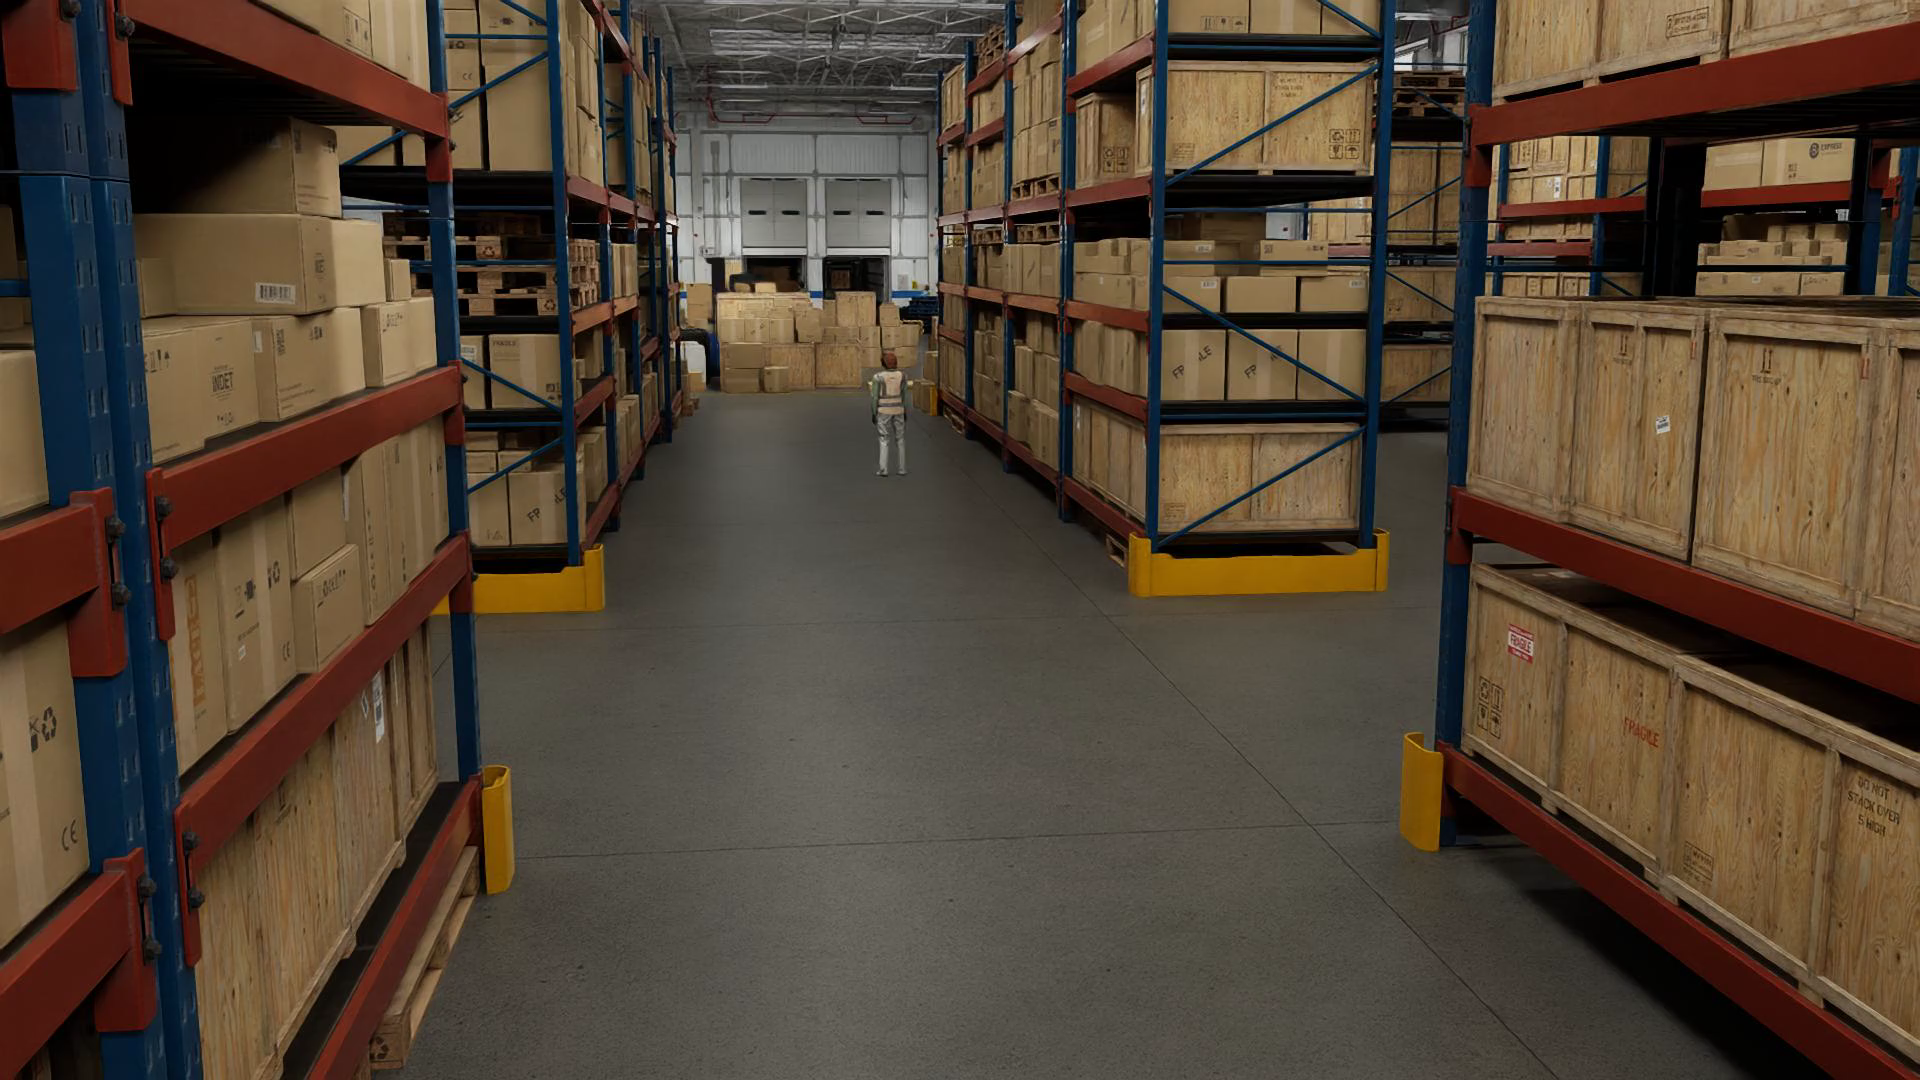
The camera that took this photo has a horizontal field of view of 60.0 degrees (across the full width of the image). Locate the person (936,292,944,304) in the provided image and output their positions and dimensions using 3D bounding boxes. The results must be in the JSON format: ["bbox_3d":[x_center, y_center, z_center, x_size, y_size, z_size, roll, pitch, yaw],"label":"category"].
[{"bbox_3d":[-0.639,-9.136,64.845,0.652,1.830,0.996,3,10,17],"label":"person"}]

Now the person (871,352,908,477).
[{"bbox_3d":[-0.912,-1.642,21.772,0.512,1.630,0.317,-5,11,-25],"label":"person"}]

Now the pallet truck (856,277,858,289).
[{"bbox_3d":[-3.782,-9.391,65.808,1.885,1.965,0.823,2,10,10],"label":"pallet truck"}]

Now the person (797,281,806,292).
[{"bbox_3d":[-5.734,-8.432,60.390,0.360,1.938,0.635,-3,10,-19],"label":"person"}]

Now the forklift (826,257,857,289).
[{"bbox_3d":[-3.407,-6.733,47.763,1.129,2.768,1.873,-1,10,-7],"label":"forklift"}]

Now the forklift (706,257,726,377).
[{"bbox_3d":[-5.620,-5.178,38.709,1.873,2.768,1.129,-1,10,-7],"label":"forklift"}]

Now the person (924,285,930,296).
[{"bbox_3d":[-1.458,-10.034,70.650,0.602,1.613,0.521,-3,10,-15],"label":"person"}]
